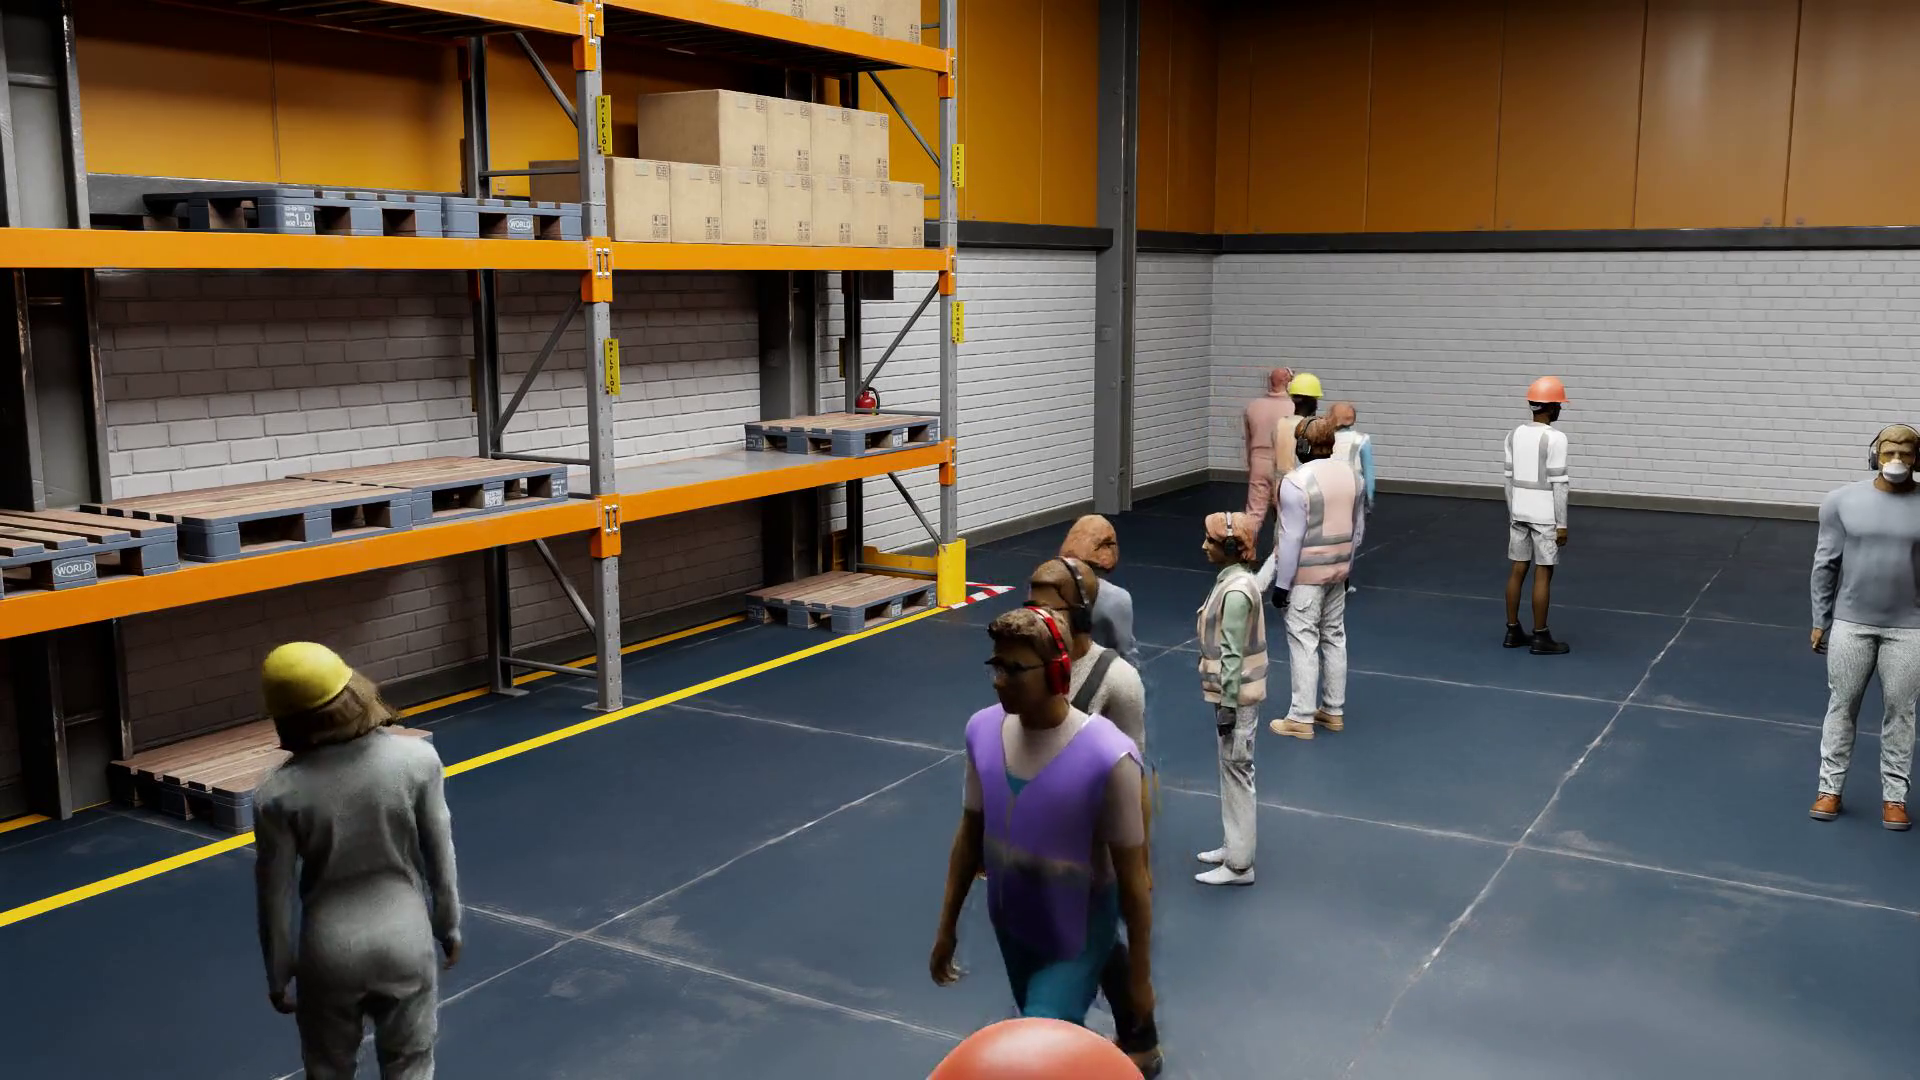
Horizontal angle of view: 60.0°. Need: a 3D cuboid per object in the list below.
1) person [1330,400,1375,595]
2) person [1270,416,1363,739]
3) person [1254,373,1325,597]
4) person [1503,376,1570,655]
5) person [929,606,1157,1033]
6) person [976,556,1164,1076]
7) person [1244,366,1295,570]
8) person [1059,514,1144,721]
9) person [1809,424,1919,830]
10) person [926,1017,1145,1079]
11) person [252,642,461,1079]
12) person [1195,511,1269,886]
[{"bbox_3d":[3.089,-0.324,13.535,0.526,1.618,0.593,8,12,42],"label":"person"},{"bbox_3d":[2.012,0.210,9.531,0.633,1.841,0.429,-7,12,-38],"label":"person"},{"bbox_3d":[2.542,-0.306,12.542,0.748,1.908,0.602,-4,10,-25],"label":"person"},{"bbox_3d":[4.040,-0.171,11.607,0.358,1.938,0.542,-4,10,-26],"label":"person"},{"bbox_3d":[0.147,1.066,4.305,0.933,1.795,0.606,-8,12,-39],"label":"person"},{"bbox_3d":[0.305,0.935,5.169,0.976,1.791,0.527,-7,11,-36],"label":"person"},{"bbox_3d":[2.701,-0.562,14.314,0.646,1.867,0.985,8,12,41],"label":"person"},{"bbox_3d":[0.557,0.687,7.248,0.535,1.612,0.538,8,12,39],"label":"person"},{"bbox_3d":[4.413,0.412,7.968,0.629,1.940,0.372,5,10,29],"label":"person"},{"bbox_3d":[0.069,1.410,1.612,0.659,1.971,0.648,5,10,29],"label":"person"},{"bbox_3d":[-1.589,1.108,4.422,0.511,1.721,0.304,-5,10,-26],"label":"person"},{"bbox_3d":[1.180,0.683,7.241,0.314,1.629,0.509,1,9,5],"label":"person"}]
